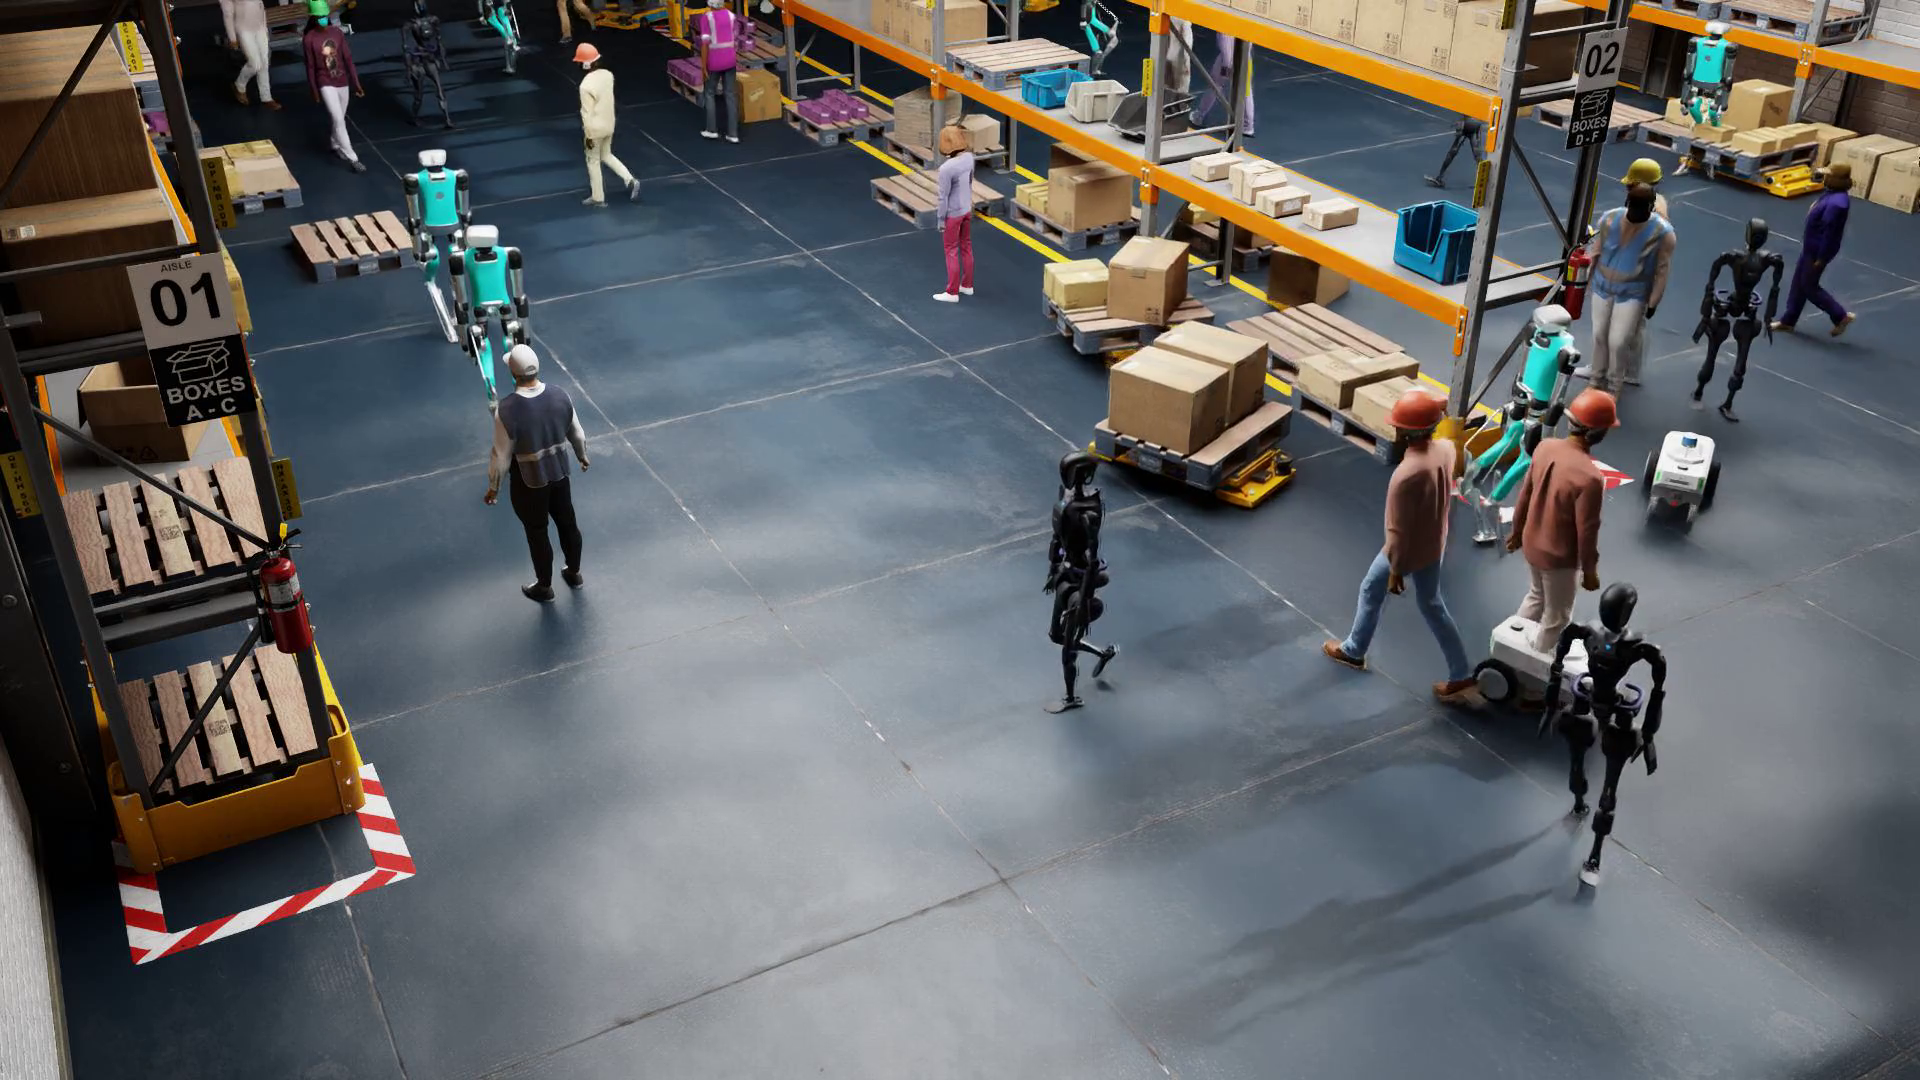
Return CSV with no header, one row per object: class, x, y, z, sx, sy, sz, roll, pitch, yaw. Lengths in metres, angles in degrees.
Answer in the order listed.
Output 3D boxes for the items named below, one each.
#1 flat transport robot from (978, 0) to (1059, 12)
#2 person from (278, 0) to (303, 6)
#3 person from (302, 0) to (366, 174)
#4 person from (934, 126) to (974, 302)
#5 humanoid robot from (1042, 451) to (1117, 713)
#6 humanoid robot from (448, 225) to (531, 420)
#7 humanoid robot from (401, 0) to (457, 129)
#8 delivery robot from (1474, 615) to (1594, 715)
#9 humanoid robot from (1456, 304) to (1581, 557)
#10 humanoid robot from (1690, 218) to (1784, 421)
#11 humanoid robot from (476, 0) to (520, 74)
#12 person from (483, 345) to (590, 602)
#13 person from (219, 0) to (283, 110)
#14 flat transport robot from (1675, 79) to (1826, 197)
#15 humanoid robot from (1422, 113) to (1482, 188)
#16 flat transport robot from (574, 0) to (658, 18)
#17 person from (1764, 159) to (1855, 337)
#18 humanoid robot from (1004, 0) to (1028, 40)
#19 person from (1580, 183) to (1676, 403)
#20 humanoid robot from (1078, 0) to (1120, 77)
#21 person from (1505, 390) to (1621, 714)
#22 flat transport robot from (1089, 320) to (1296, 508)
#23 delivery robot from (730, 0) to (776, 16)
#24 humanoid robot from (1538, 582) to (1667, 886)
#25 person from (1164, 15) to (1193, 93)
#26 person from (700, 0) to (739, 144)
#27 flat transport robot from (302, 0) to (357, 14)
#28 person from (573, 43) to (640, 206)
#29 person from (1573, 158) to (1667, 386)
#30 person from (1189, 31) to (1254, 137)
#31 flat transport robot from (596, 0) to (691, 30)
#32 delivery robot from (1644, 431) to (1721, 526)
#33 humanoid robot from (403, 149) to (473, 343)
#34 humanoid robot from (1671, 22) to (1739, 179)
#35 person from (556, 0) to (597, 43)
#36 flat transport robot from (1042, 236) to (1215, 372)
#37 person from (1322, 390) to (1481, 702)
flat transport robot,0.801,-8.612,26.401,1.431,0.231,0.659,19,35,29
person,-10.065,-8.644,24.893,0.431,1.838,0.624,12,32,20
person,-7.060,-5.149,18.743,1.023,1.896,0.497,24,38,35
person,-0.049,-2.982,15.236,0.288,1.629,0.498,18,35,29
humanoid robot,0.728,0.242,9.582,0.490,1.647,0.589,-10,31,-17
humanoid robot,-3.424,-1.392,12.385,0.540,1.810,0.770,-10,31,-17
humanoid robot,-6.468,-5.763,20.069,0.777,1.624,0.592,24,38,35
delivery robot,3.474,0.745,9.845,0.499,0.613,0.790,-26,39,-38
humanoid robot,3.659,-0.677,11.157,0.685,1.837,0.544,-6,30,-10
humanoid robot,6.097,-1.756,13.072,0.589,1.647,0.466,4,30,7
humanoid robot,-6.082,-7.004,22.166,0.784,1.815,0.533,25,38,37
person,-2.688,-0.424,10.651,0.431,1.758,0.756,26,39,37
person,-8.925,-6.351,20.810,0.520,1.925,0.628,10,31,17
flat transport robot,8.902,-4.176,18.680,0.659,0.231,1.431,-16,33,-25
humanoid robot,5.532,-4.636,18.103,0.768,1.621,0.594,11,32,19
flat transport robot,-5.243,-8.314,25.883,1.431,0.231,0.659,-10,31,-17
person,7.531,-2.514,14.441,0.603,1.608,0.458,11,32,18
humanoid robot,0.785,-8.071,23.991,0.680,1.797,0.545,21,36,32
person,5.228,-1.950,13.239,0.517,1.830,0.648,-25,38,-36
humanoid robot,1.863,-6.946,22.081,0.748,1.834,0.537,7,31,11
person,3.474,0.049,9.637,0.443,1.972,0.660,-5,30,-8
flat transport robot,1.743,-0.637,12.519,1.431,0.231,0.659,22,36,33
delivery robot,-3.246,-8.456,25.818,0.749,0.569,0.499,-4,30,-8
humanoid robot,3.245,0.928,8.414,0.609,1.631,0.705,19,35,30
person,2.545,-5.753,19.836,0.643,1.853,0.472,22,36,33
person,-2.842,-5.628,19.660,0.532,1.815,0.657,-19,35,-30
flat transport robot,-9.878,-8.167,25.627,0.659,0.231,1.431,1,30,2
person,-3.774,-4.364,17.532,0.567,1.730,0.572,11,32,19
person,5.432,-2.188,13.587,0.678,1.893,0.580,20,35,31
person,3.180,-5.809,19.921,0.658,1.856,0.981,-26,39,-38
flat transport robot,-4.842,-8.050,25.423,0.659,0.231,1.431,18,35,29
delivery robot,5.206,-0.493,11.984,0.499,0.598,0.791,14,33,23
humanoid robot,-4.492,-2.514,14.429,0.551,1.896,0.743,-13,32,-21
humanoid robot,8.305,-4.867,18.417,0.541,1.791,0.798,23,37,35
person,-5.671,-8.147,24.144,0.607,1.709,0.765,10,31,17
flat transport robot,1.424,-1.802,14.547,0.659,0.231,1.431,-9,31,-15
person,2.676,0.044,9.661,0.632,1.945,0.996,-25,38,-36
